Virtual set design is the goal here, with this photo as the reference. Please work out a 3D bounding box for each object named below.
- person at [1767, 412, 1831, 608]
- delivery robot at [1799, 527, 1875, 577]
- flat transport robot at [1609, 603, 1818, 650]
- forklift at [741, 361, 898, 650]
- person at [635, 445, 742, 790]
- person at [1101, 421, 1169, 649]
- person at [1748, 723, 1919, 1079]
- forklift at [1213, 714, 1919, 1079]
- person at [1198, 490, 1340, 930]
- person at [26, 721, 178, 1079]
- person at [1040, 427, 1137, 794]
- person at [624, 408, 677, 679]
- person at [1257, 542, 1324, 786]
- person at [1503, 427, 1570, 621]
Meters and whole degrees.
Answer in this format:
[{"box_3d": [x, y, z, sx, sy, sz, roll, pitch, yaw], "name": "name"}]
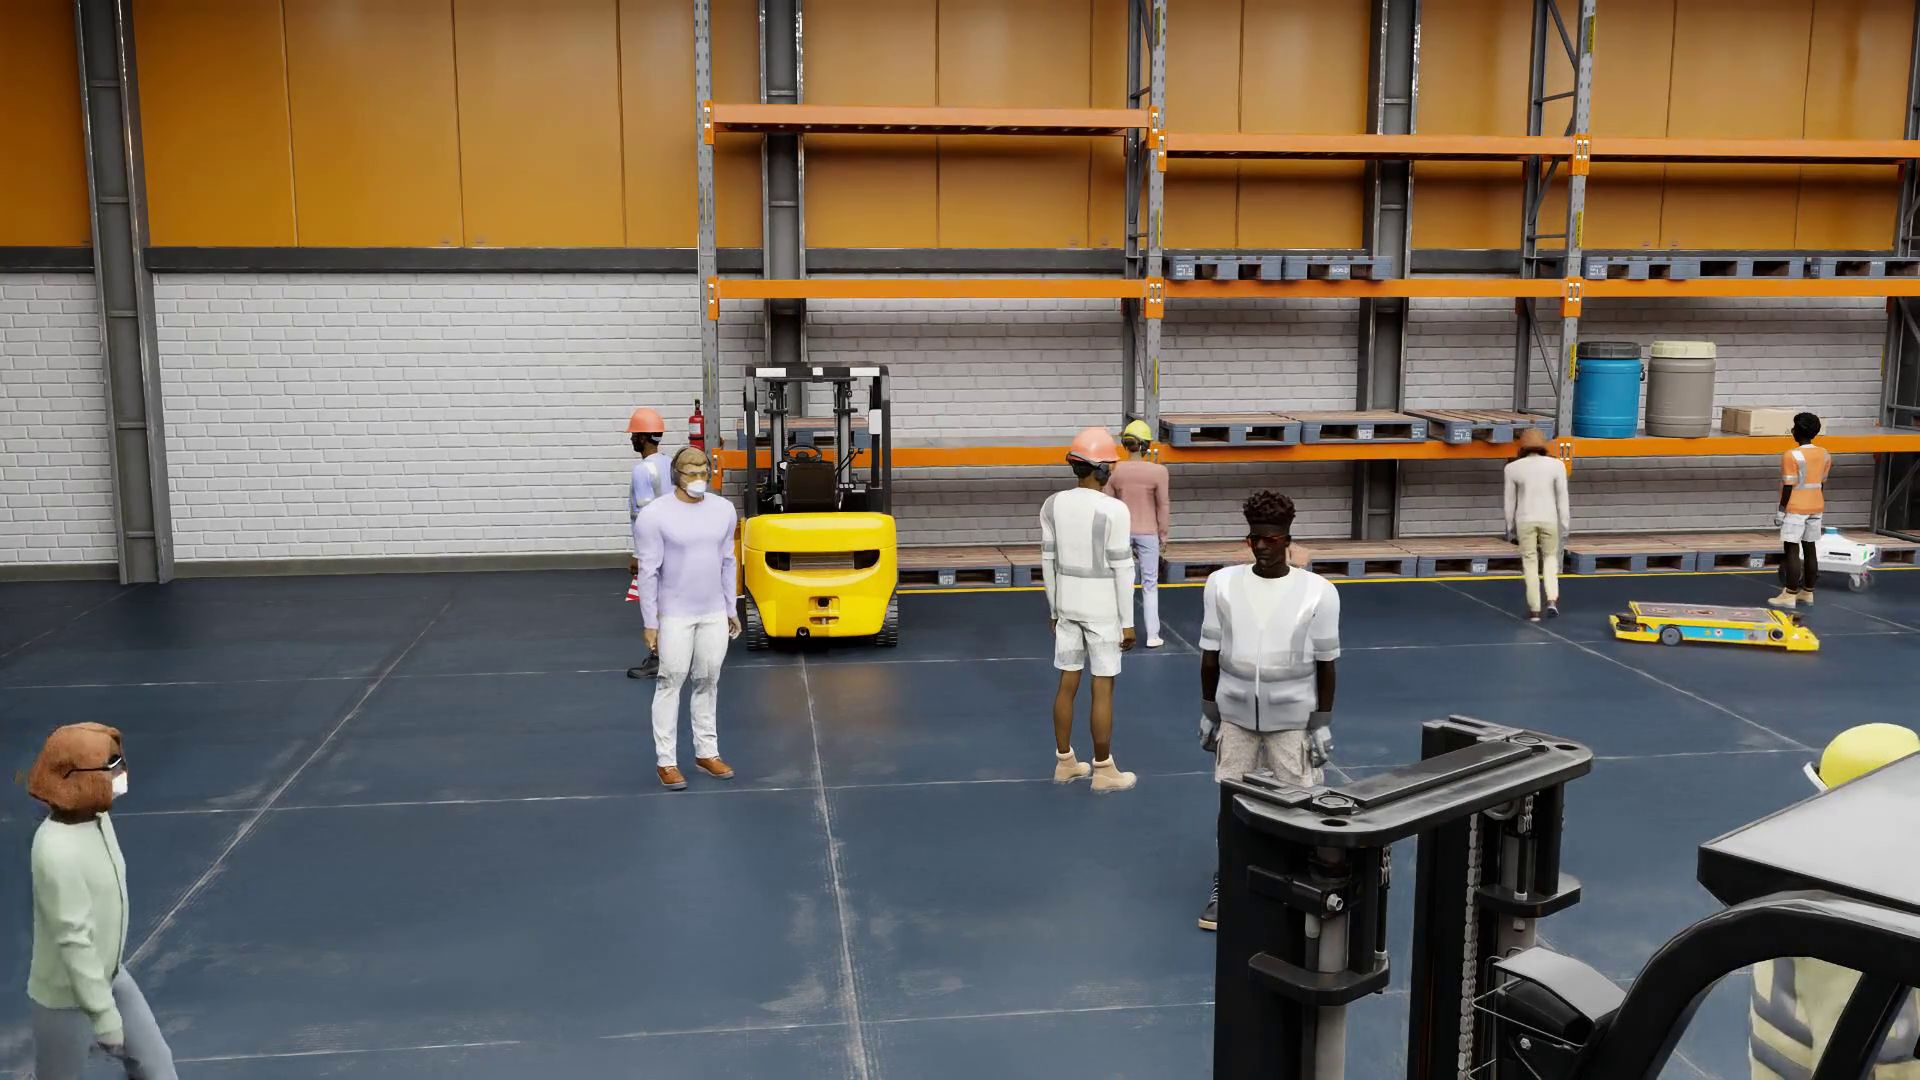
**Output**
[{"box_3d": [7.266, -0.256, 14.388, 0.537, 1.696, 0.318, -5, 10, -27], "name": "person"}, {"box_3d": [7.974, 0.125, 15.248, 0.707, 0.478, 0.477, 7, 12, 40], "name": "delivery robot"}, {"box_3d": [5.903, 0.663, 13.087, 1.431, 0.197, 0.652, 3, 9, 16], "name": "flat transport robot"}, {"box_3d": [-1.154, -0.340, 13.365, 1.214, 2.155, 2.313, -1, 9, -7], "name": "forklift"}, {"box_3d": [-1.520, 0.424, 9.395, 0.635, 1.936, 0.354, -7, 12, -39], "name": "person"}, {"box_3d": [1.349, -0.037, 12.832, 0.526, 1.761, 0.337, 2, 9, 12], "name": "person"}, {"box_3d": [2.134, 1.334, 4.051, 0.404, 1.827, 0.600, 4, 10, 21], "name": "person"}, {"box_3d": [1.441, 1.425, 2.350, 1.214, 2.155, 2.313, -7, 12, -39], "name": "forklift"}, {"box_3d": [1.331, 0.753, 7.248, 0.607, 1.966, 0.374, 4, 10, 22], "name": "person"}, {"box_3d": [-2.458, 1.316, 4.893, 0.825, 1.596, 0.522, -2, 9, -12], "name": "person"}, {"box_3d": [0.731, 0.390, 9.278, 0.608, 2.044, 0.370, 8, 12, 41], "name": "person"}, {"box_3d": [-2.210, 0.026, 11.881, 0.358, 1.938, 0.542, 2, 9, 13], "name": "person"}, {"box_3d": [1.516, 0.818, 7.901, 0.368, 1.627, 0.531, -2, 9, -13], "name": "person"}, {"box_3d": [4.808, -0.136, 13.899, 0.544, 1.602, 0.416, 2, 9, 14], "name": "person"}]
